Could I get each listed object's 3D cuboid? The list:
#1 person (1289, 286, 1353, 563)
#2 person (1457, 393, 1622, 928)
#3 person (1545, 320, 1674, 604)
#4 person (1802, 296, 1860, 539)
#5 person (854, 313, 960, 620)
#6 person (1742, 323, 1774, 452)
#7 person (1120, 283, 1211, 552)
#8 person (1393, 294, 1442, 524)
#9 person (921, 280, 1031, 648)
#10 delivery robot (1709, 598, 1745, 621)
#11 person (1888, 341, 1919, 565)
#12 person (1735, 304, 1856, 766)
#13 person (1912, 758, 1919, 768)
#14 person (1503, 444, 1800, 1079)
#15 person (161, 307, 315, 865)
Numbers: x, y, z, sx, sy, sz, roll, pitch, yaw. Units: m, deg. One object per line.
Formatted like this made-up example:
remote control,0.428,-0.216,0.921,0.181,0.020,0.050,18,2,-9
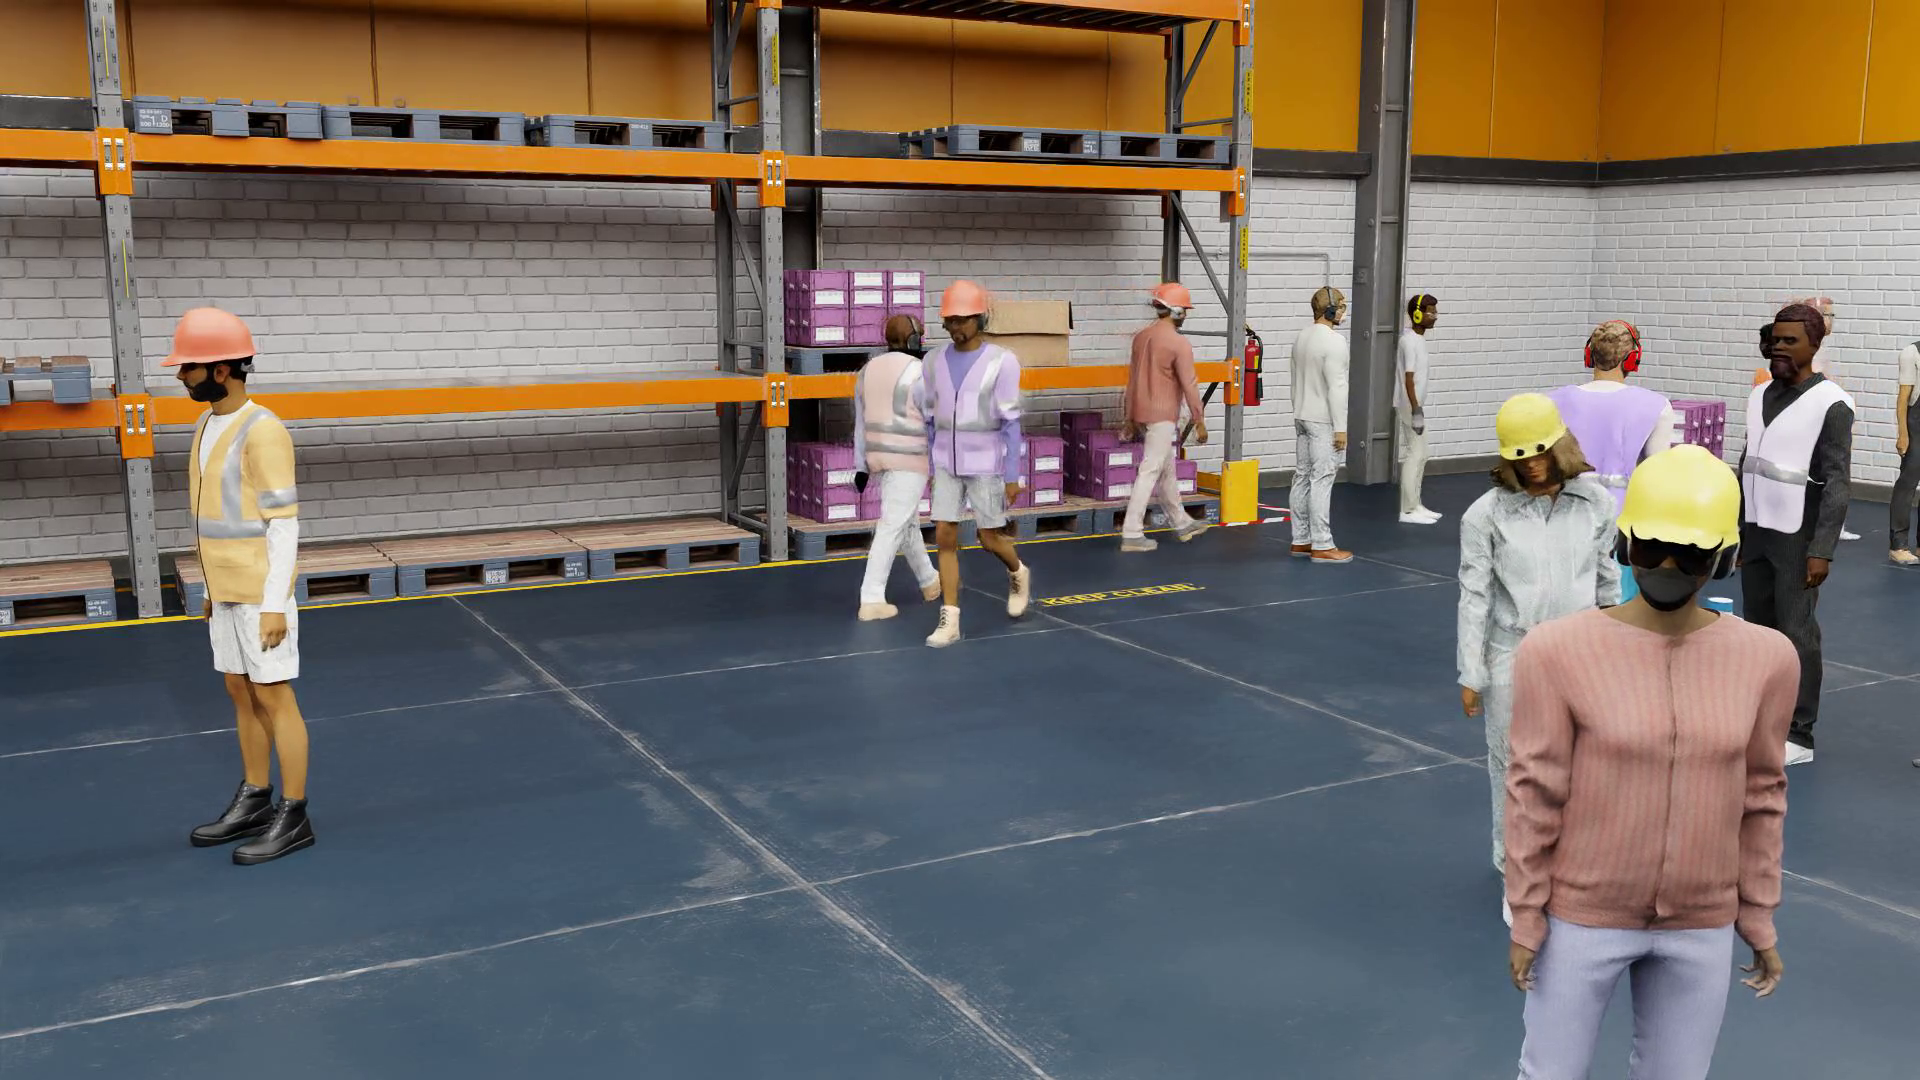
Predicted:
person,2.544,-0.814,11.747,0.376,1.940,0.627,-3,10,-15
person,1.789,0.375,5.213,0.536,1.698,0.603,0,9,-1
person,2.786,-0.031,7.258,0.575,1.843,0.374,6,11,34
person,6.338,-0.913,12.622,0.985,1.866,0.652,3,10,15
person,-0.305,-0.447,9.962,0.945,1.791,0.634,-8,12,-41
person,5.915,-0.768,12.272,0.544,1.662,0.793,-5,10,-27
person,1.574,-0.896,12.189,0.959,1.947,0.644,-4,10,-25
person,3.720,-1.055,13.477,0.402,1.860,0.571,4,10,23
person,0.100,-0.441,9.282,0.614,2.015,0.858,5,11,27
delivery robot,3.468,0.507,7.616,0.477,0.478,0.707,-1,9,-4
person,6.775,-0.745,11.615,0.506,1.847,0.345,-2,10,-12
person,3.454,-0.021,6.969,0.378,1.921,0.597,-2,9,-10
person,4.036,0.121,6.576,0.313,1.768,0.528,4,10,21
person,1.259,0.699,3.063,0.525,1.765,0.329,0,9,0
person,-2.513,0.163,5.805,0.547,1.934,0.375,8,13,42
